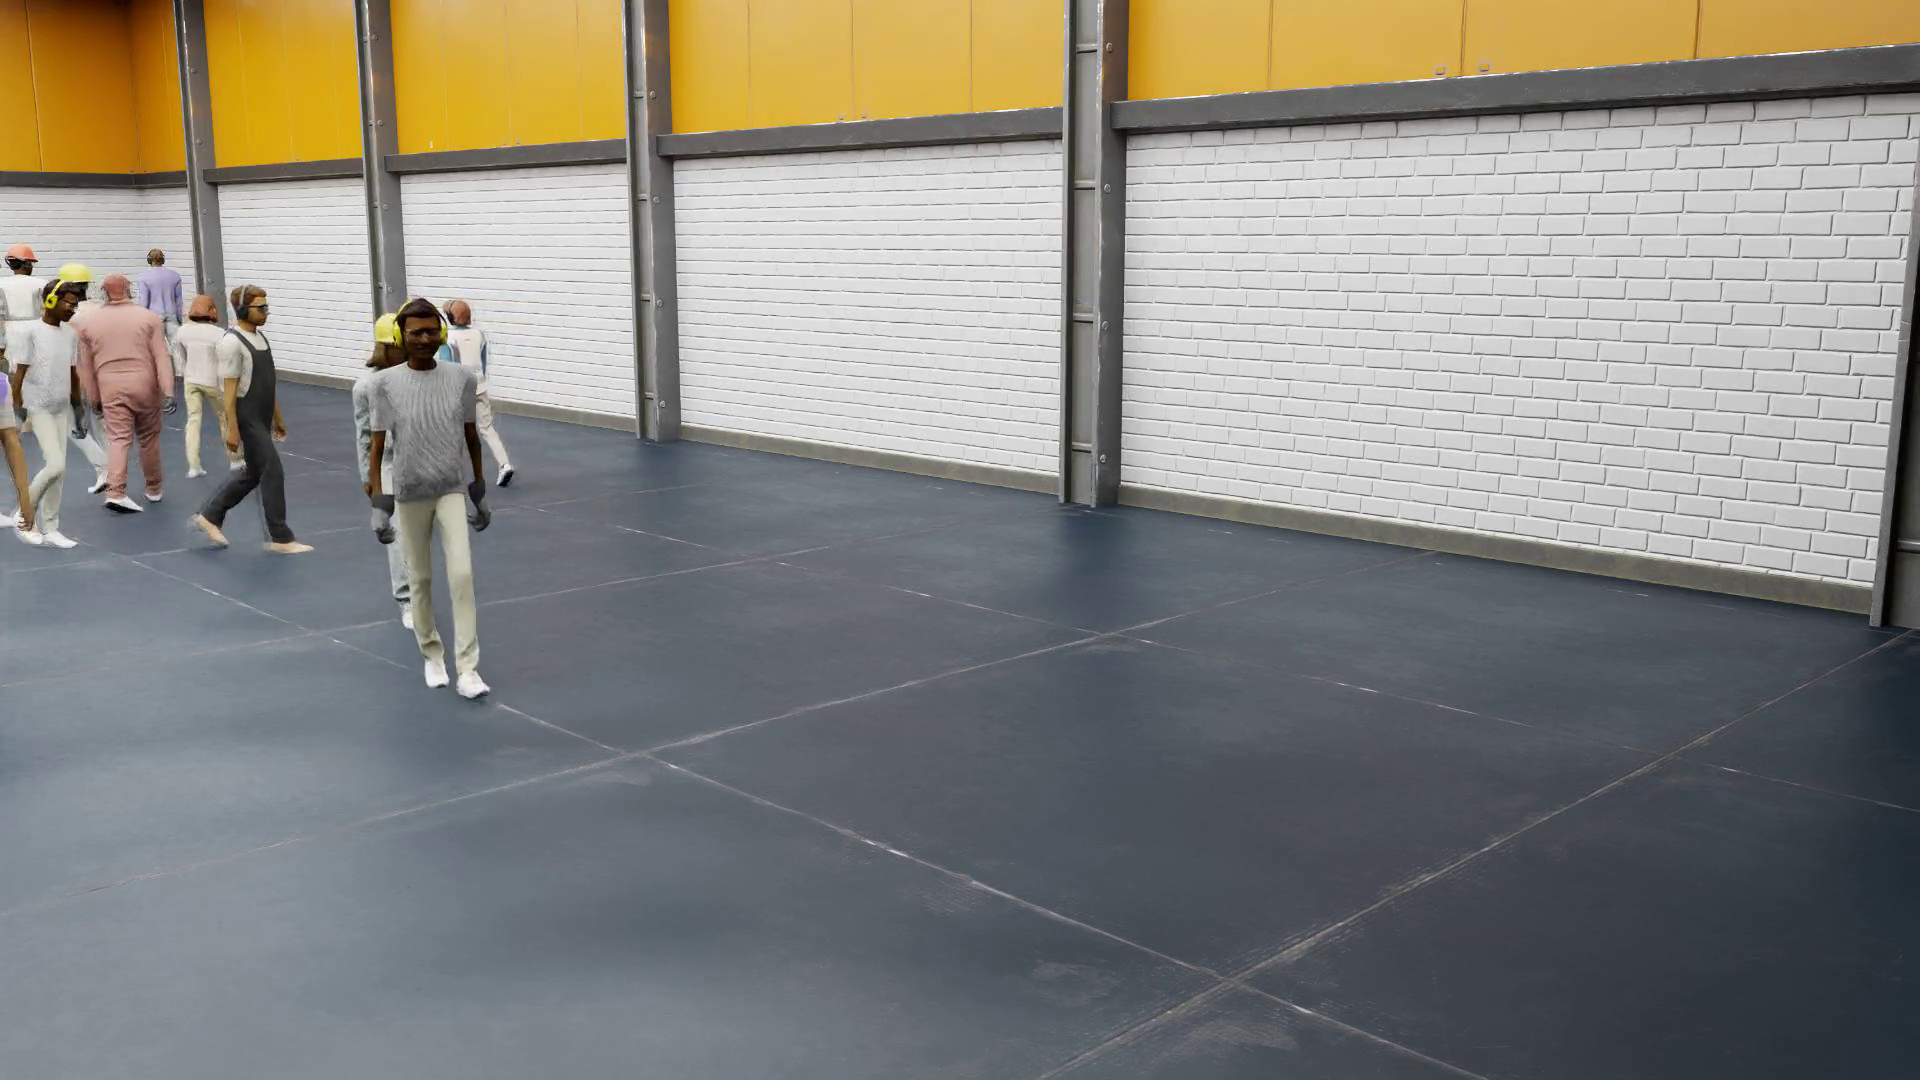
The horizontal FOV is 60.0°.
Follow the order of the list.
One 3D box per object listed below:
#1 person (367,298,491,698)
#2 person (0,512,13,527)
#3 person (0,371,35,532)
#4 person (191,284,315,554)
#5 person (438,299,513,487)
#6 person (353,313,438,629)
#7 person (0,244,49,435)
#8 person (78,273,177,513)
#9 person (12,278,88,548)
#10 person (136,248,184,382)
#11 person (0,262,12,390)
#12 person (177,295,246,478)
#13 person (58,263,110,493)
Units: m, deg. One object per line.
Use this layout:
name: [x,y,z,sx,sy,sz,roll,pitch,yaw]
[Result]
person: [-2.409,-0.172,7.619,0.566,1.836,0.840,-5,11,-25]
person: [-7.245,-0.962,11.836,0.655,1.881,0.819,4,11,21]
person: [-4.655,-0.180,7.758,0.896,1.804,0.591,10,14,44]
person: [-4.815,-0.801,11.151,0.831,1.823,0.521,0,10,-2]
person: [-4.171,-1.250,14.150,0.840,1.604,0.507,8,13,39]
person: [-3.121,-0.413,9.287,0.488,1.713,0.787,-7,13,-34]
person: [-9.970,-2.135,17.791,0.609,2.040,0.394,-2,11,-13]
person: [-6.486,-1.153,12.998,0.686,1.843,0.954,-3,11,-16]
person: [-6.197,-0.851,11.330,0.420,1.836,0.608,2,11,13]
person: [-11.525,-3.224,24.001,0.376,1.940,0.629,9,13,39]
person: [-11.931,-2.578,20.589,0.570,1.892,0.968,-2,11,-10]
person: [-6.700,-1.381,14.873,0.511,1.600,0.784,1,10,6]
person: [-7.127,-1.302,13.616,0.438,1.912,0.597,4,11,19]
